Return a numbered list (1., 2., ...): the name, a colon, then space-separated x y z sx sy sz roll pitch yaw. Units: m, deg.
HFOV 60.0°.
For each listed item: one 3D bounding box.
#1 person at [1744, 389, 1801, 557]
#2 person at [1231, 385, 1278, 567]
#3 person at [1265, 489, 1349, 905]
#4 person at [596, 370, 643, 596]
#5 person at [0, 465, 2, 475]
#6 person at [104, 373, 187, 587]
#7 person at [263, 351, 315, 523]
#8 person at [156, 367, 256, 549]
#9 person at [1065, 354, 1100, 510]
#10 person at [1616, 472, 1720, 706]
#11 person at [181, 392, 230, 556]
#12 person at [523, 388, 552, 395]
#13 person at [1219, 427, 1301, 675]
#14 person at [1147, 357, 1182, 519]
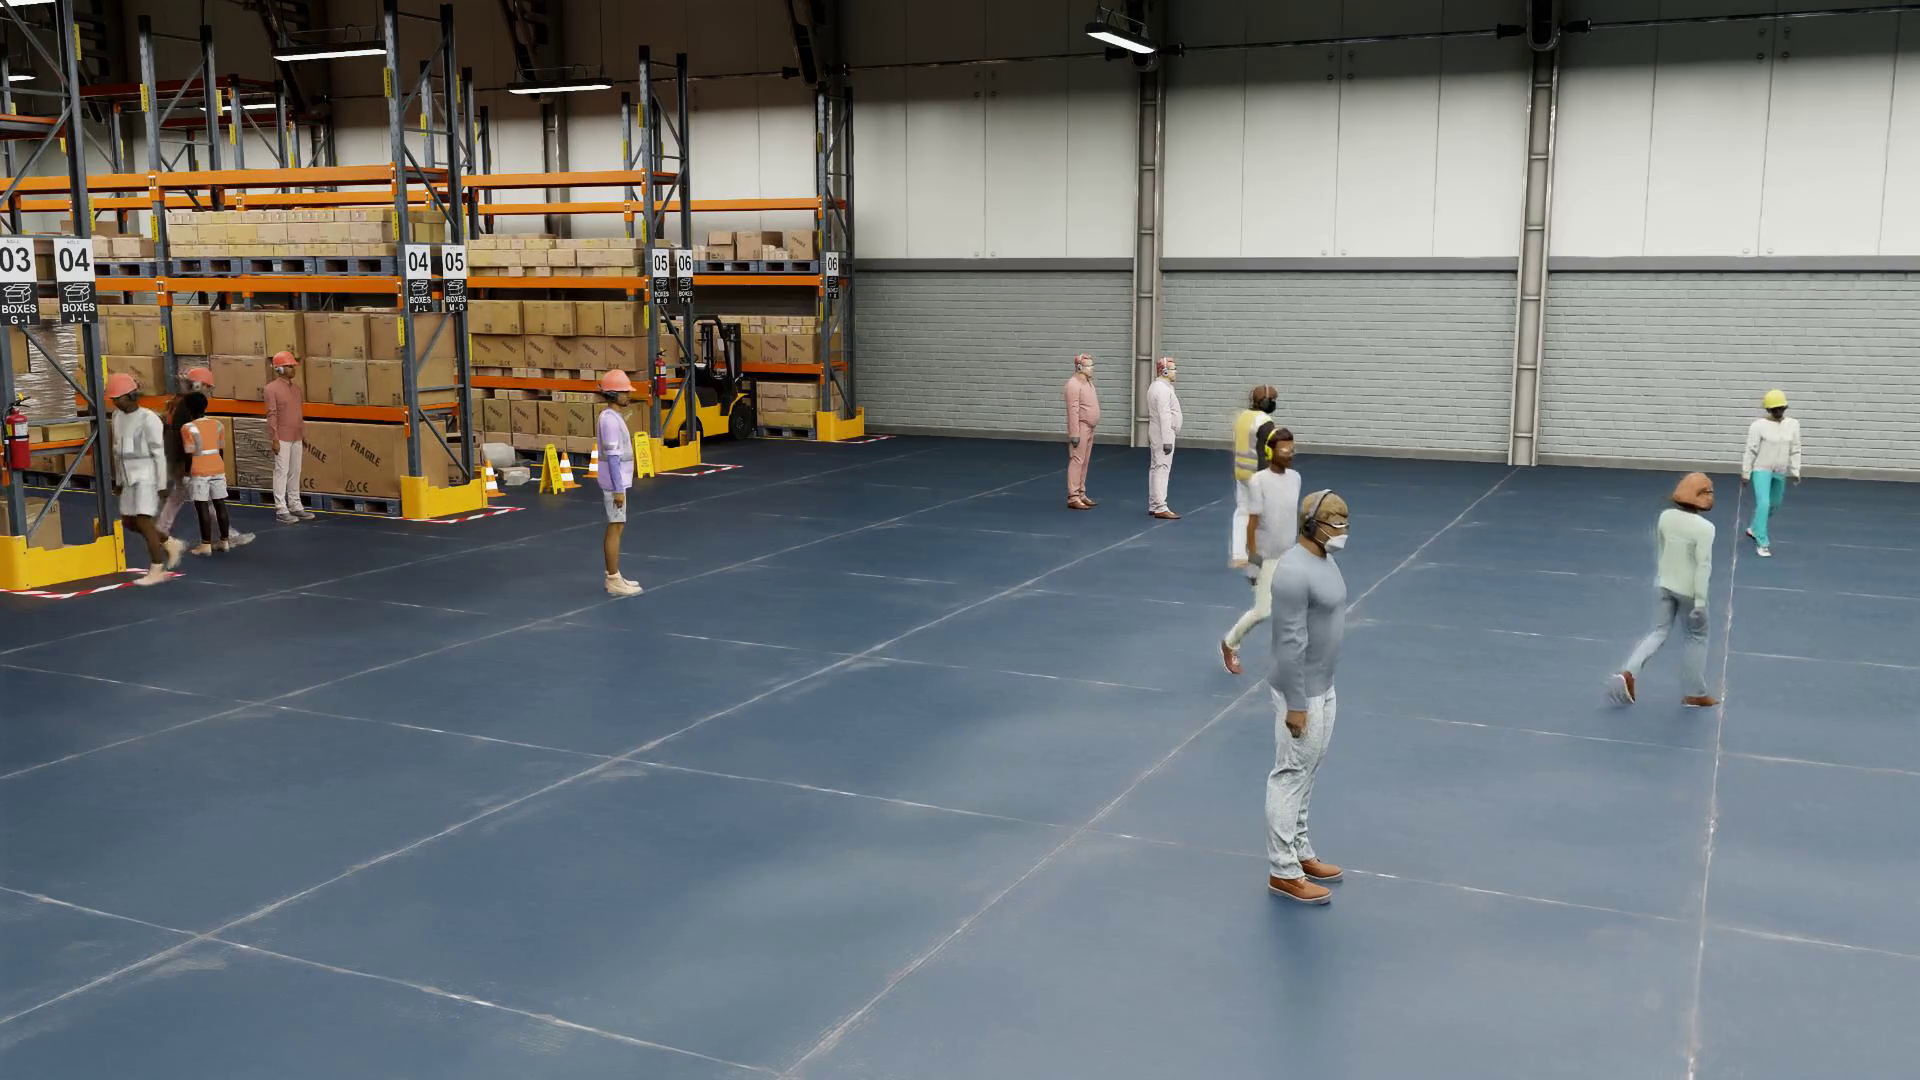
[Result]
1. person: 8.362 -0.724 17.292 0.539 1.731 0.704 -1 9 -8
2. person: 3.003 -0.615 16.398 0.705 1.816 0.628 -3 10 -20
3. person: 1.643 0.718 7.841 0.371 1.933 0.627 4 10 25
4. person: -3.097 -0.517 15.075 0.371 2.044 0.607 -2 10 -14
5. person: -10.323 -0.867 17.711 0.938 1.890 0.597 5 10 26
6. person: -7.629 -0.574 15.583 0.631 1.995 0.657 5 11 29
7. person: -7.849 -1.205 19.435 0.375 1.997 0.612 2 10 13
8. person: -8.039 -0.841 17.440 1.029 1.919 0.662 -4 10 -22
9. person: 1.522 -1.338 20.524 0.407 1.906 0.654 3 10 20
10. person: 4.780 0.344 11.126 0.701 1.611 0.502 -4 10 -21
11. person: -7.794 -0.682 17.157 0.321 1.692 0.530 4 10 22
12. person: -6.900 -2.402 27.033 0.998 1.916 0.621 4 10 23
13. person: 2.237 0.106 11.861 0.545 1.849 0.791 -6 11 -34
14. person: 2.431 -1.208 19.733 0.409 1.908 0.639 -1 9 -4
